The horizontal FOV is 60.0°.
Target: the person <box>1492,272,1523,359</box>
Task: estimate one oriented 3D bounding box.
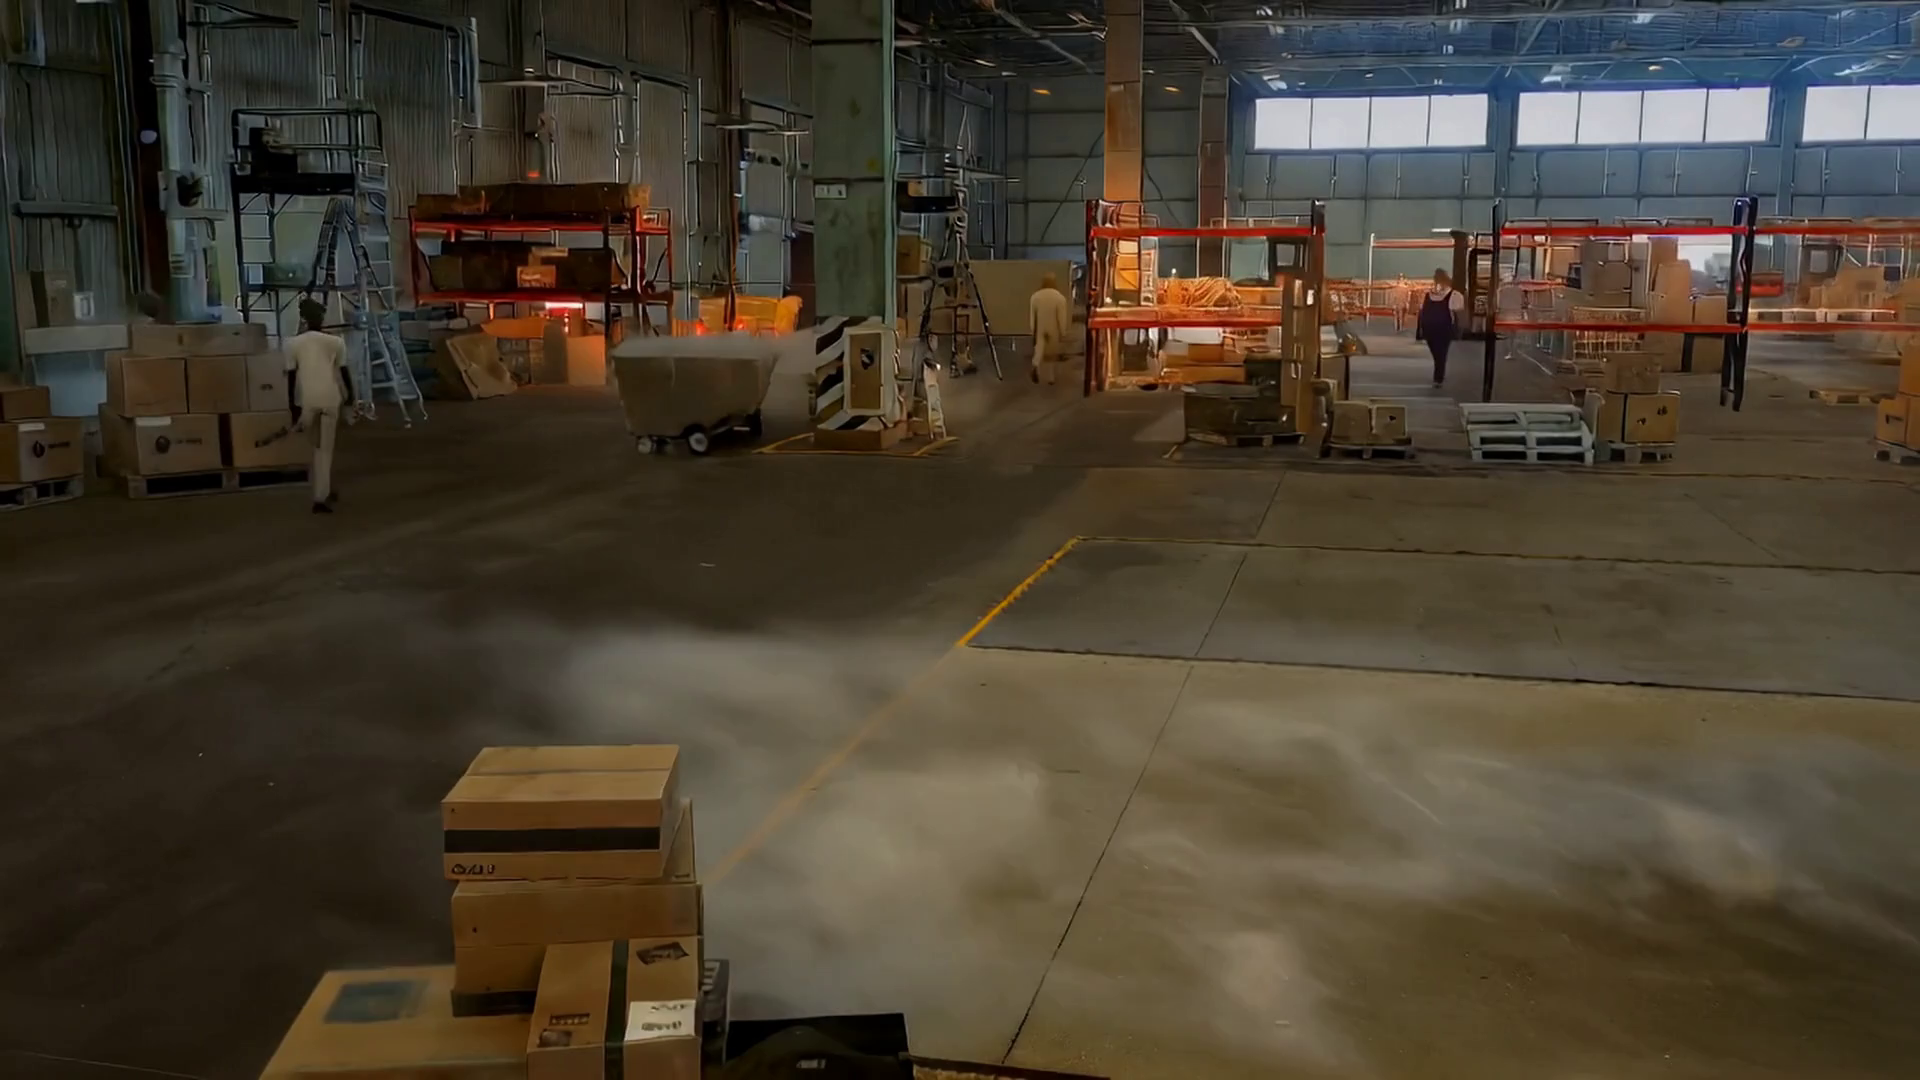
[{"bbox_3d":[11.827,-4.855,35.947,0.603,1.882,0.980,-1,10,-6],"label":"person"}]

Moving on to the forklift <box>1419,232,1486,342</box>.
[{"bbox_3d":[12.845,-6.541,42.919,1.873,2.768,1.129,2,10,14],"label":"forklift"}]

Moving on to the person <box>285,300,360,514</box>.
[{"bbox_3d":[-5.491,-1.148,14.305,0.518,1.823,0.993,0,10,-2],"label":"person"}]

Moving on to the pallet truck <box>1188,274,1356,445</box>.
[{"bbox_3d":[3.653,-2.138,19.590,1.885,1.965,0.823,-4,10,-20],"label":"pallet truck"}]

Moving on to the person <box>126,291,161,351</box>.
[{"bbox_3d":[-8.901,-1.807,18.163,0.725,1.821,0.631,-9,13,-43],"label":"person"}]

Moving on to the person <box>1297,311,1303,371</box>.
[{"bbox_3d":[6.645,-4.097,31.898,0.320,1.736,0.487,6,11,30],"label":"person"}]

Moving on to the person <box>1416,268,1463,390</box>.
[{"bbox_3d":[7.843,-3.487,27.405,0.692,2.000,1.038,9,13,42],"label":"person"}]

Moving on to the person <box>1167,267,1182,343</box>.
[{"bbox_3d":[5.522,-6.033,42.699,0.361,1.935,0.553,-1,10,-8],"label":"person"}]

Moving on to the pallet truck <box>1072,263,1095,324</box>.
[{"bbox_3d":[4.325,-8.180,55.162,0.823,1.965,1.885,6,11,31],"label":"pallet truck"}]

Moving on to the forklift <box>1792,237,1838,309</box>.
[{"bbox_3d":[27.683,-8.369,53.683,1.129,2.768,1.873,2,10,14],"label":"forklift"}]

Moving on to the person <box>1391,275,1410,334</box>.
[{"bbox_3d":[12.588,-6.730,47.568,0.536,1.676,0.562,3,10,16],"label":"person"}]

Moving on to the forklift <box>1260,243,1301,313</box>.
[{"bbox_3d":[9.623,-7.643,49.404,1.129,2.768,1.873,-1,10,-3],"label":"forklift"}]

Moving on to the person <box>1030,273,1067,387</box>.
[{"bbox_3d":[1.468,-3.508,27.914,0.643,1.916,0.607,3,10,18],"label":"person"}]
